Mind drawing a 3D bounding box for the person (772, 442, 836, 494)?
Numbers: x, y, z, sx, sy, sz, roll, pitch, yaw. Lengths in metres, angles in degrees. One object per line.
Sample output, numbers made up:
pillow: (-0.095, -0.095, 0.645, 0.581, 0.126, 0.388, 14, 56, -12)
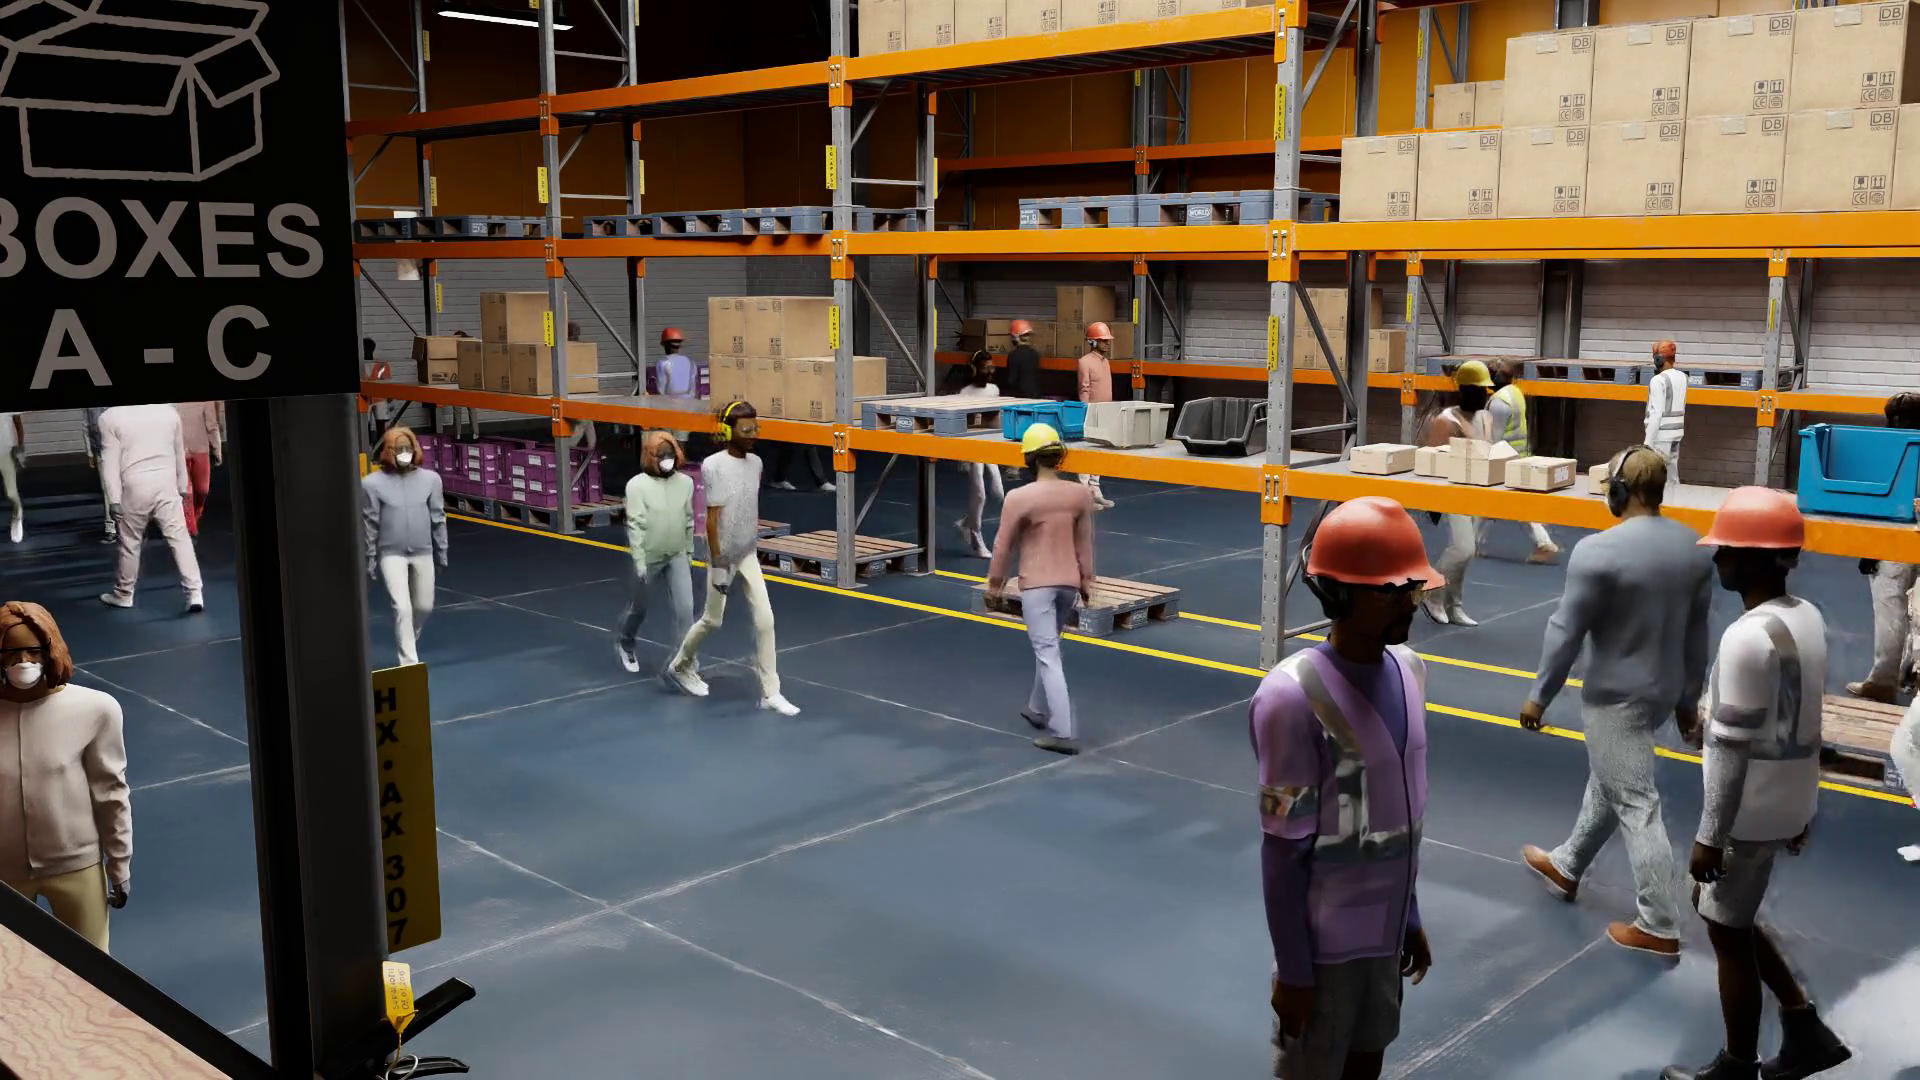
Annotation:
person: (-1.804, -1.469, 19.068, 1.002, 1.872, 0.605, 5, 10, 28)

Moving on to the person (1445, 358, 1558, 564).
person: (4.793, -0.693, 14.532, 0.949, 1.803, 0.629, 5, 10, 26)

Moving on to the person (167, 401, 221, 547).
person: (-7.235, -0.837, 15.594, 0.531, 1.742, 0.797, -6, 11, -34)

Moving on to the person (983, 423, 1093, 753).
person: (0.406, 0.238, 8.973, 0.549, 1.724, 0.814, -6, 11, -31)

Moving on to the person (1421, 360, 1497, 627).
person: (3.600, -0.320, 11.845, 0.582, 1.916, 0.413, -8, 12, -39)

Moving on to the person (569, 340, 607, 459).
person: (-5.026, -1.845, 22.117, 0.601, 1.615, 0.534, -5, 11, -30)

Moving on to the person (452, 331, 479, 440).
person: (-7.433, -2.303, 24.865, 0.521, 1.636, 0.311, -2, 10, -15)

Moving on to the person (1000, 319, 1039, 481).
person: (0.790, -1.651, 19.863, 0.823, 1.972, 0.622, 6, 11, 34)

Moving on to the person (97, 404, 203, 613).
person: (-6.043, -0.364, 12.369, 1.032, 1.843, 0.703, 6, 11, 34)

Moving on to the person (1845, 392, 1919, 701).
person: (5.588, 0.040, 9.898, 0.621, 1.838, 0.429, -5, 10, -27)

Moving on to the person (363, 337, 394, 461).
person: (-7.714, -1.828, 21.813, 0.548, 1.671, 0.640, -3, 10, -16)

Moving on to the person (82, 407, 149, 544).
person: (-7.843, -0.857, 15.448, 0.586, 1.824, 0.405, 0, 9, -2)

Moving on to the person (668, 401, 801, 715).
person: (-1.367, 0.089, 9.688, 0.935, 1.825, 0.517, 8, 12, 39)

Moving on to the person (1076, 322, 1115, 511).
person: (1.450, -1.317, 17.722, 0.379, 1.996, 0.611, 5, 11, 29)

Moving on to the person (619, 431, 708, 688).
person: (-1.886, 0.101, 10.293, 0.504, 1.588, 0.868, -7, 12, -38)

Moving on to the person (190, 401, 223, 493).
person: (-8.067, -1.281, 17.368, 0.703, 2.000, 1.031, -9, 13, -44)

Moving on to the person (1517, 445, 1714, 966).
person: (2.459, 0.582, 6.373, 0.651, 1.892, 0.969, -5, 11, -28)

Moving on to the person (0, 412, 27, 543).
person: (-8.759, -0.808, 15.119, 0.502, 1.839, 0.785, -4, 10, -26)

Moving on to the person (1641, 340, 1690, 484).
person: (6.733, -0.972, 15.945, 0.574, 1.887, 0.355, -8, 12, -39)

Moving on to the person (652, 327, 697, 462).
person: (-3.237, -1.441, 18.784, 0.584, 1.897, 0.491, -7, 12, -39)

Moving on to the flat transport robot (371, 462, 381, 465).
flat transport robot: (-7.007, -0.815, 19.923, 1.431, 0.197, 0.652, -1, 9, -8)

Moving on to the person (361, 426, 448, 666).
person: (-3.436, 0.089, 10.284, 0.503, 1.614, 0.673, -6, 11, -34)

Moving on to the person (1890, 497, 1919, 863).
person: (4.194, 0.592, 7.154, 0.398, 1.623, 0.540, 3, 10, 16)

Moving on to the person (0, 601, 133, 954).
person: (-2.665, 0.973, 4.822, 0.497, 1.629, 0.276, -4, 10, -24)

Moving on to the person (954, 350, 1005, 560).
person: (0.160, -0.759, 14.726, 0.464, 1.857, 0.538, 8, 12, 41)

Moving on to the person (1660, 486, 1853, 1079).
person: (2.376, 0.799, 4.988, 0.444, 1.923, 0.542, 8, 12, 39)

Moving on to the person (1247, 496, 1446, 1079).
person: (0.930, 0.909, 3.932, 0.370, 2.044, 0.608, 8, 13, 42)

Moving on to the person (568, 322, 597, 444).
person: (-5.213, -2.014, 22.468, 0.853, 1.857, 0.720, 8, 12, 41)
